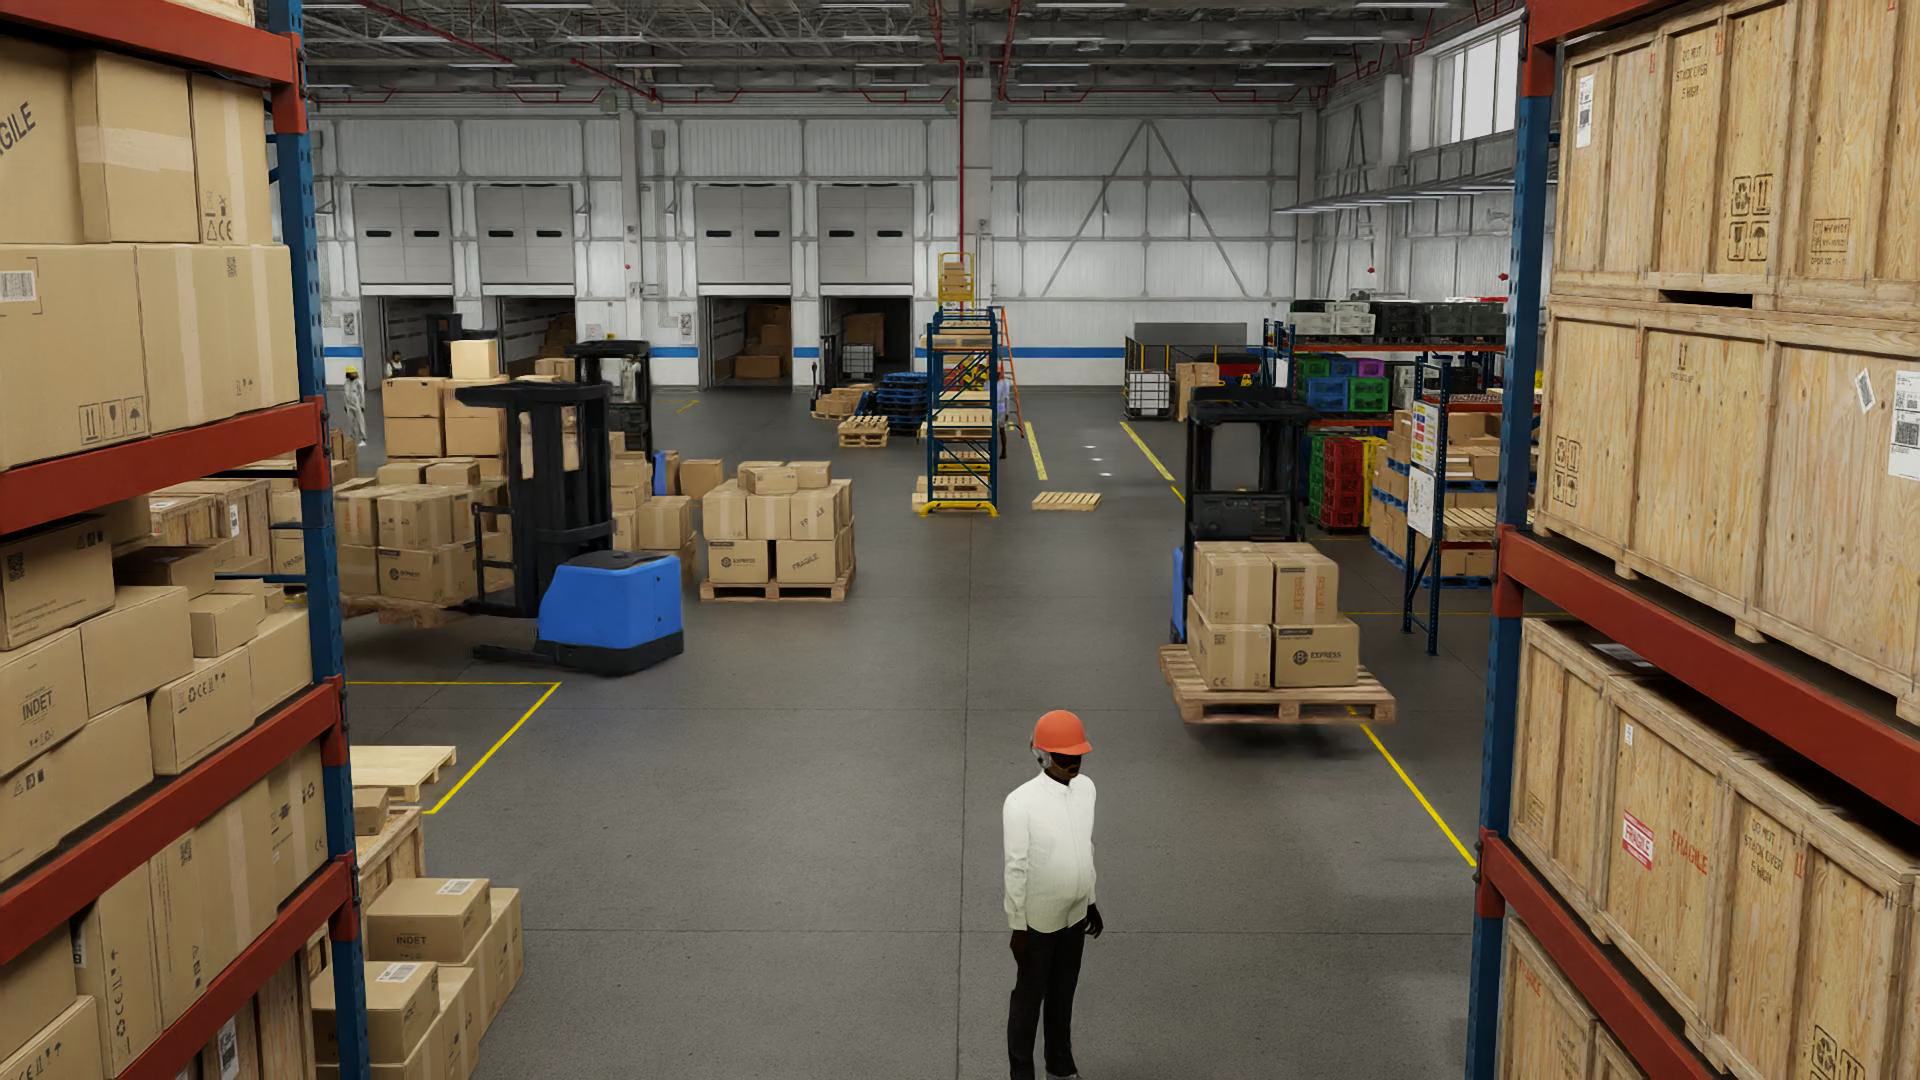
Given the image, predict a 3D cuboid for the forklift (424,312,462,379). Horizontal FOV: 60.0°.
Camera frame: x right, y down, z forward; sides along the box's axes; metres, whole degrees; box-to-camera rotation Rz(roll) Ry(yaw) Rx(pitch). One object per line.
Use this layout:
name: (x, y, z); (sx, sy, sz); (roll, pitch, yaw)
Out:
forklift: (-11.151, -3.527, 36.050); (1.129, 2.768, 1.873); (8, 12, 37)

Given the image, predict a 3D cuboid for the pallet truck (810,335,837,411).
pallet truck: (-3.021, -4.312, 43.126); (1.885, 1.965, 0.823); (3, 10, 17)

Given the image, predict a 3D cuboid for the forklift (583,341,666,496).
forklift: (-5.078, -1.578, 24.804); (1.129, 2.768, 1.873); (0, 10, 1)

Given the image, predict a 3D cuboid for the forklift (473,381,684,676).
forklift: (-3.844, -0.173, 16.700); (1.873, 2.768, 1.129); (5, 11, 25)

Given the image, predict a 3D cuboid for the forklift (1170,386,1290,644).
forklift: (2.717, -0.120, 16.394); (1.129, 2.768, 1.873); (0, 10, 1)

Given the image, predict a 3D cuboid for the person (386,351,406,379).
person: (-13.340, -3.595, 39.563); (1.017, 1.784, 0.537); (10, 14, 44)

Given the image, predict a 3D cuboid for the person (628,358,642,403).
person: (-7.147, -3.173, 36.724); (0.372, 1.940, 0.627); (-1, 10, -4)

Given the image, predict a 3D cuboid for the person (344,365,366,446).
person: (-12.945, -2.865, 35.511); (0.493, 1.742, 0.322); (3, 10, 18)

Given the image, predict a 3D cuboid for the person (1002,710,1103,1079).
person: (0.456, 1.781, 7.977); (0.378, 1.996, 0.611); (10, 14, 44)

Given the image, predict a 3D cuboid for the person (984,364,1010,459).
person: (0.725, -2.579, 33.344); (0.544, 1.932, 0.374); (3, 10, 17)

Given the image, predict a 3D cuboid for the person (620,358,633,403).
person: (-8.591, -4.130, 43.188); (0.525, 1.617, 0.705); (9, 13, 42)
